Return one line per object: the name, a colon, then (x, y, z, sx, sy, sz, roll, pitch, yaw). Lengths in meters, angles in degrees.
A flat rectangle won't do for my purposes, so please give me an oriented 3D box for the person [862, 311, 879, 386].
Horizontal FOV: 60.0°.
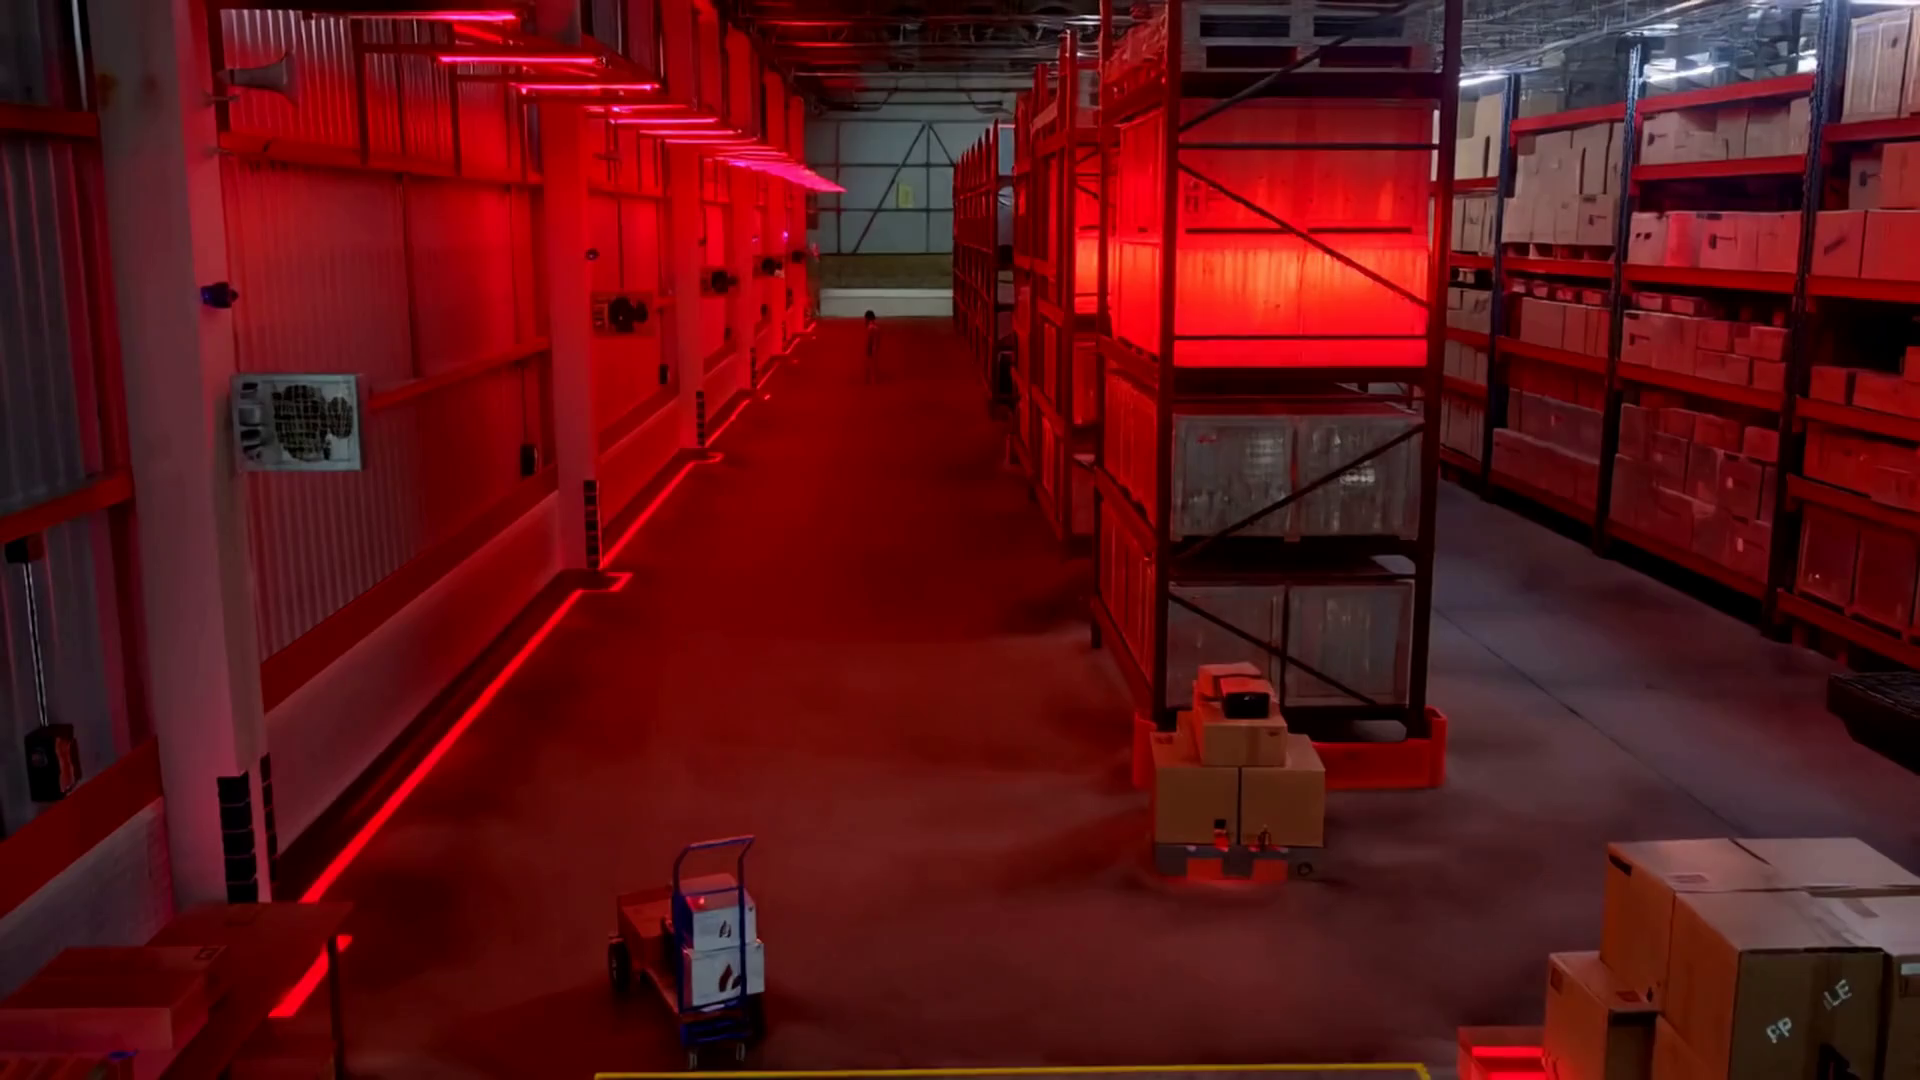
person: (-2.225, -4.748, 41.264, 0.429, 1.844, 0.626, 0, 11, -2)
